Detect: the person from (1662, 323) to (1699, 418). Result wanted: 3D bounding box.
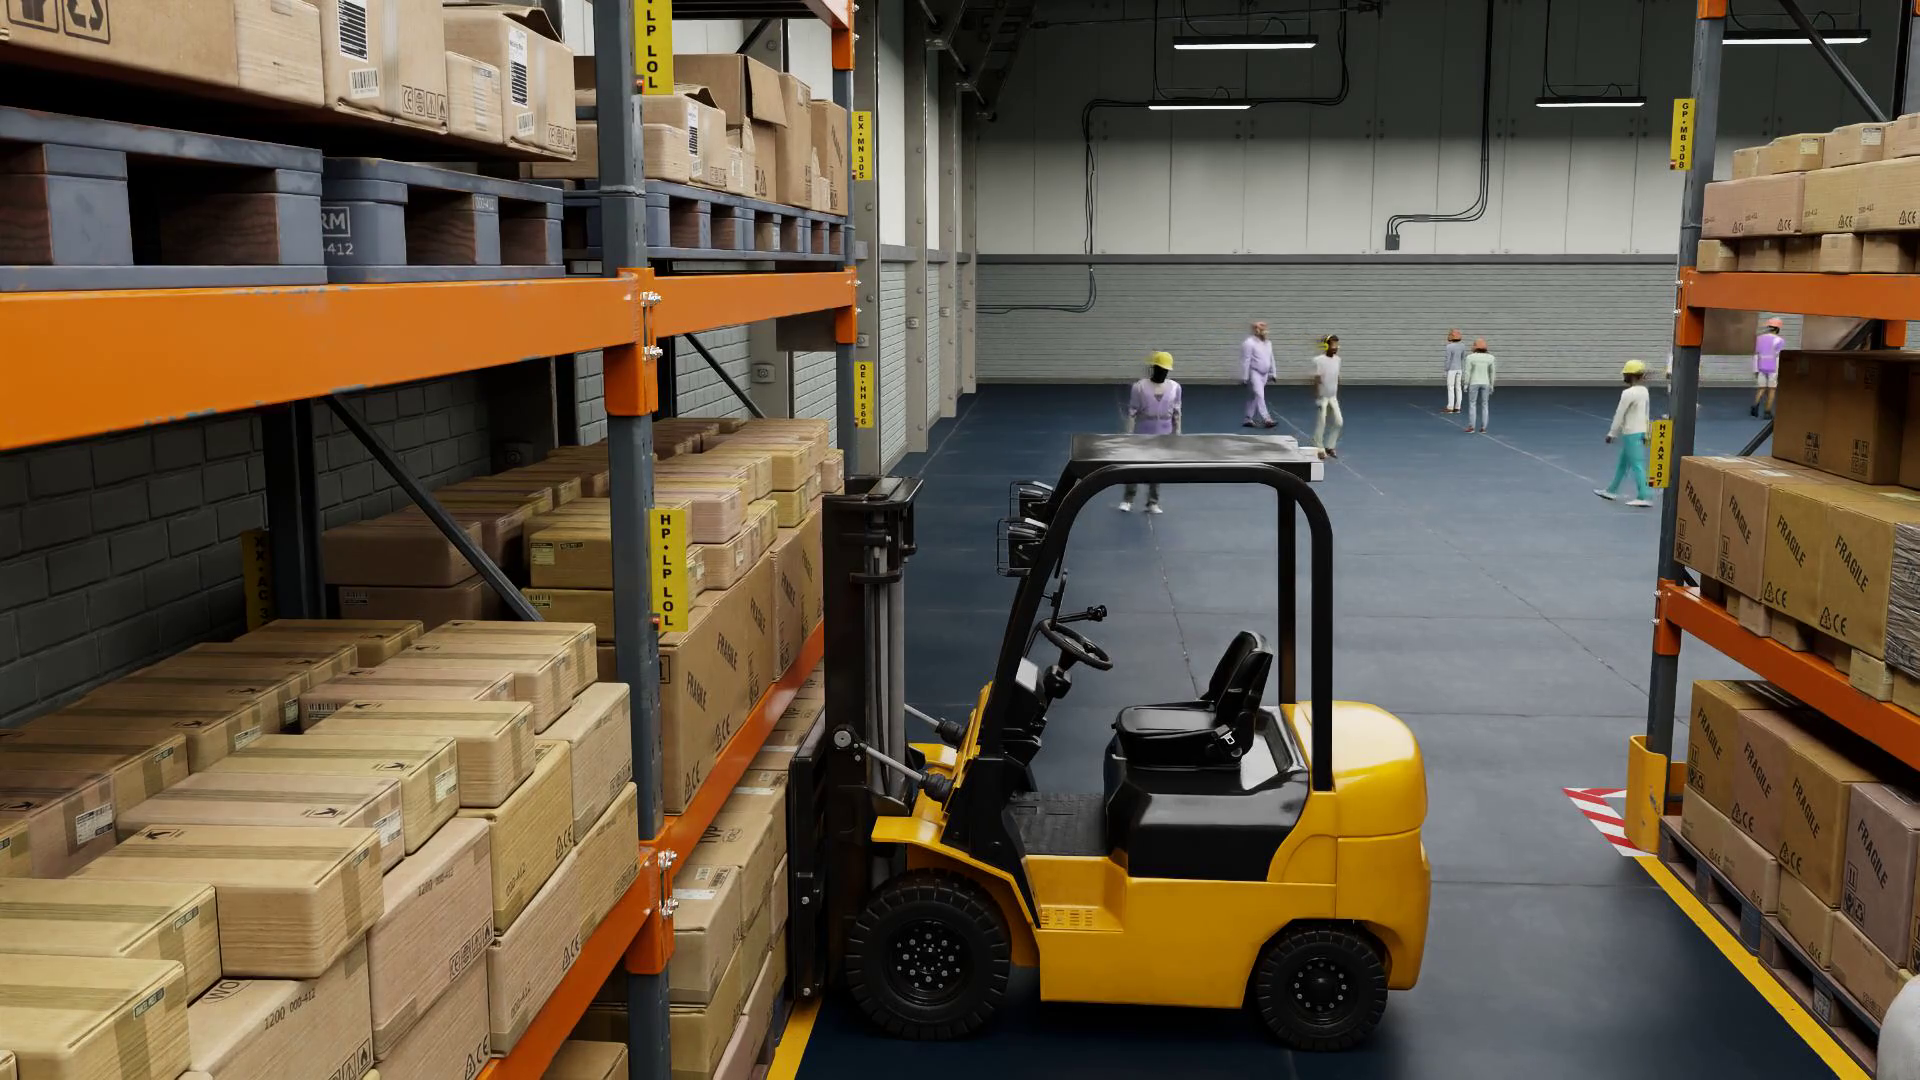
[{"bbox_3d":[13.416,-3.150,30.873,0.583,1.866,0.677,-7,12,-37],"label":"person"}]

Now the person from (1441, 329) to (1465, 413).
[{"bbox_3d":[9.599,-3.281,32.355,0.500,1.633,0.285,-6,11,-32],"label":"person"}]

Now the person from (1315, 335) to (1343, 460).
[{"bbox_3d":[5.428,-2.090,24.498,0.511,1.850,0.504,-4,10,-24],"label":"person"}]

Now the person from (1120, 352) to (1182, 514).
[{"bbox_3d":[2.236,-1.226,19.156,0.633,1.891,0.517,-1,9,-7],"label":"person"}]

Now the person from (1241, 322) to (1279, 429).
[{"bbox_3d":[5.335,-2.875,29.183,0.664,1.859,0.990,-8,12,-41],"label":"person"}]

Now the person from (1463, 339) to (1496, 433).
[{"bbox_3d":[8.896,-2.624,28.469,0.529,1.625,0.307,1,9,6],"label":"person"}]

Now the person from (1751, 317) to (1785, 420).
[{"bbox_3d":[15.000,-3.174,30.839,0.466,1.918,0.561,-6,11,-31],"label":"person"}]

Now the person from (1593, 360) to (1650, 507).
[{"bbox_3d":[7.947,-1.278,19.938,0.528,1.733,0.845,-9,13,-43],"label":"person"}]
